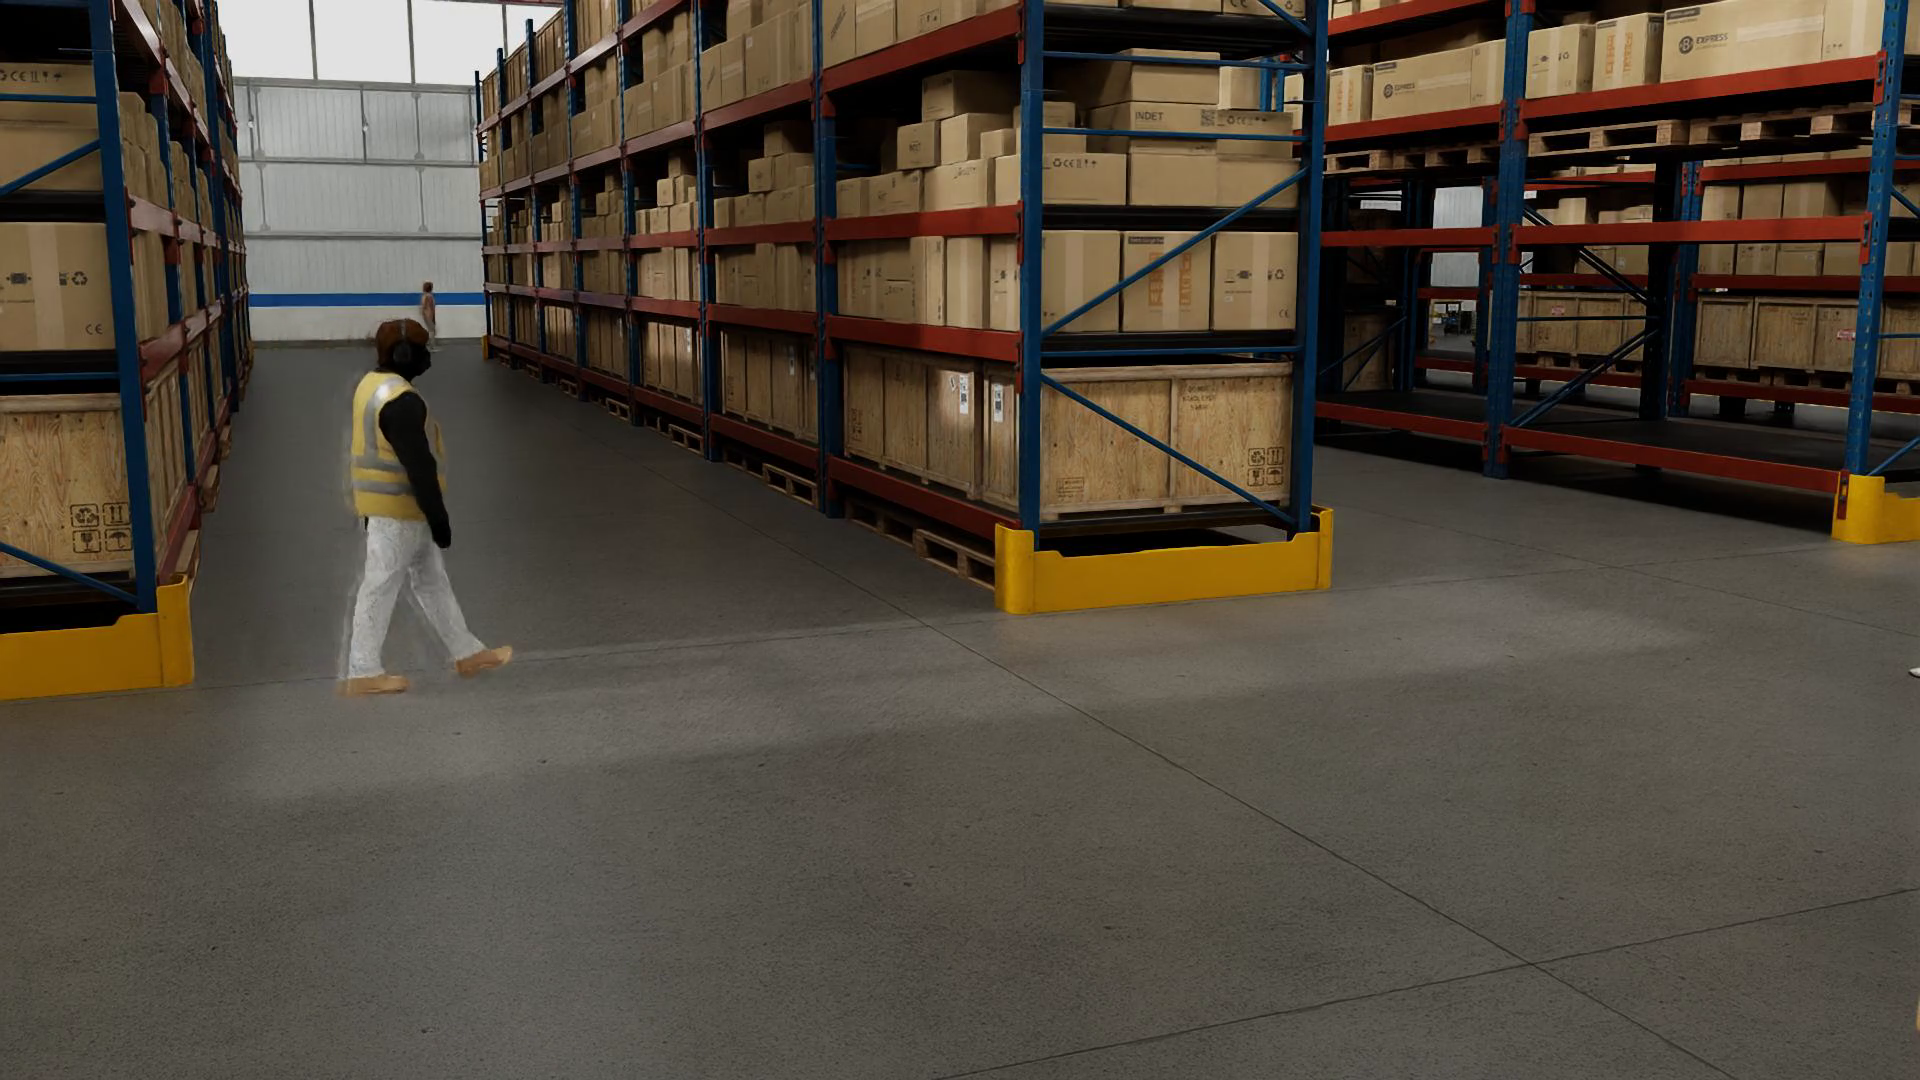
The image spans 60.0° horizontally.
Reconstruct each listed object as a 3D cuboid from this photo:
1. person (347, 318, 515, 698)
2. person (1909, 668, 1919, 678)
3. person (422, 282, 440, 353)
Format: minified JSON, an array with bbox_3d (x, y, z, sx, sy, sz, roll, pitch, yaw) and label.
[{"bbox_3d":[-2.567,-0.155,8.006,0.913,1.798,0.648,-5,11,-28],"label":"person"},{"bbox_3d":[4.964,-0.206,8.017,0.402,1.904,0.652,-2,10,-14],"label":"person"},{"bbox_3d":[-12.133,-5.084,38.028,0.373,1.625,0.543,-7,12,-36],"label":"person"}]
